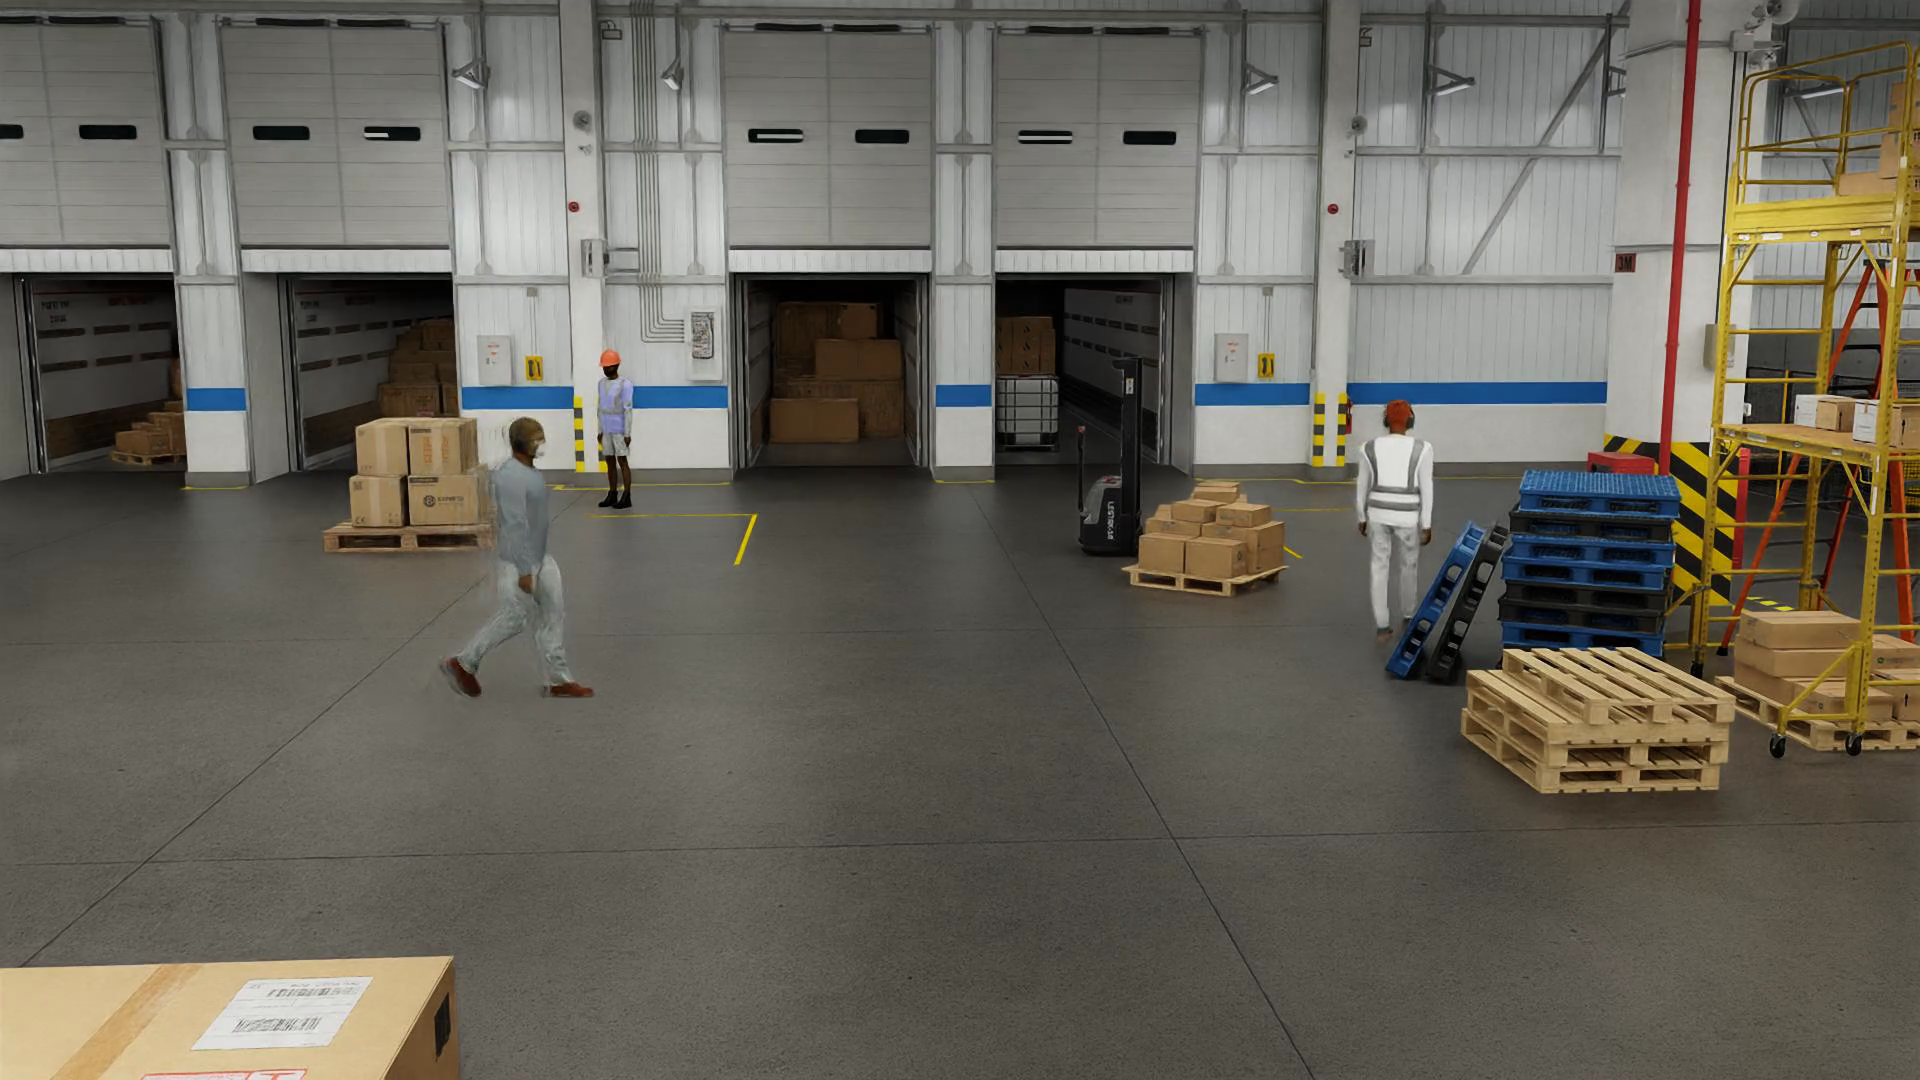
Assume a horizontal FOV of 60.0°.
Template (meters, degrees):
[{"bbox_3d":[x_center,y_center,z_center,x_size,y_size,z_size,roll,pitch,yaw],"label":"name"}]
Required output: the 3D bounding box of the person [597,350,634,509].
[{"bbox_3d":[-4.197,-1.338,20.140,0.543,1.929,0.387,6,11,34],"label":"person"}]

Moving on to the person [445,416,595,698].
[{"bbox_3d":[-2.929,0.131,10.976,0.892,1.915,0.638,0,9,2],"label":"person"}]

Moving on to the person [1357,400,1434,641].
[{"bbox_3d":[3.429,-0.172,13.045,0.611,1.845,0.895,4,10,26],"label":"person"}]

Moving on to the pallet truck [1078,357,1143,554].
[{"bbox_3d":[2.088,-0.836,16.757,1.885,1.965,0.823,2,9,13],"label":"pallet truck"}]
